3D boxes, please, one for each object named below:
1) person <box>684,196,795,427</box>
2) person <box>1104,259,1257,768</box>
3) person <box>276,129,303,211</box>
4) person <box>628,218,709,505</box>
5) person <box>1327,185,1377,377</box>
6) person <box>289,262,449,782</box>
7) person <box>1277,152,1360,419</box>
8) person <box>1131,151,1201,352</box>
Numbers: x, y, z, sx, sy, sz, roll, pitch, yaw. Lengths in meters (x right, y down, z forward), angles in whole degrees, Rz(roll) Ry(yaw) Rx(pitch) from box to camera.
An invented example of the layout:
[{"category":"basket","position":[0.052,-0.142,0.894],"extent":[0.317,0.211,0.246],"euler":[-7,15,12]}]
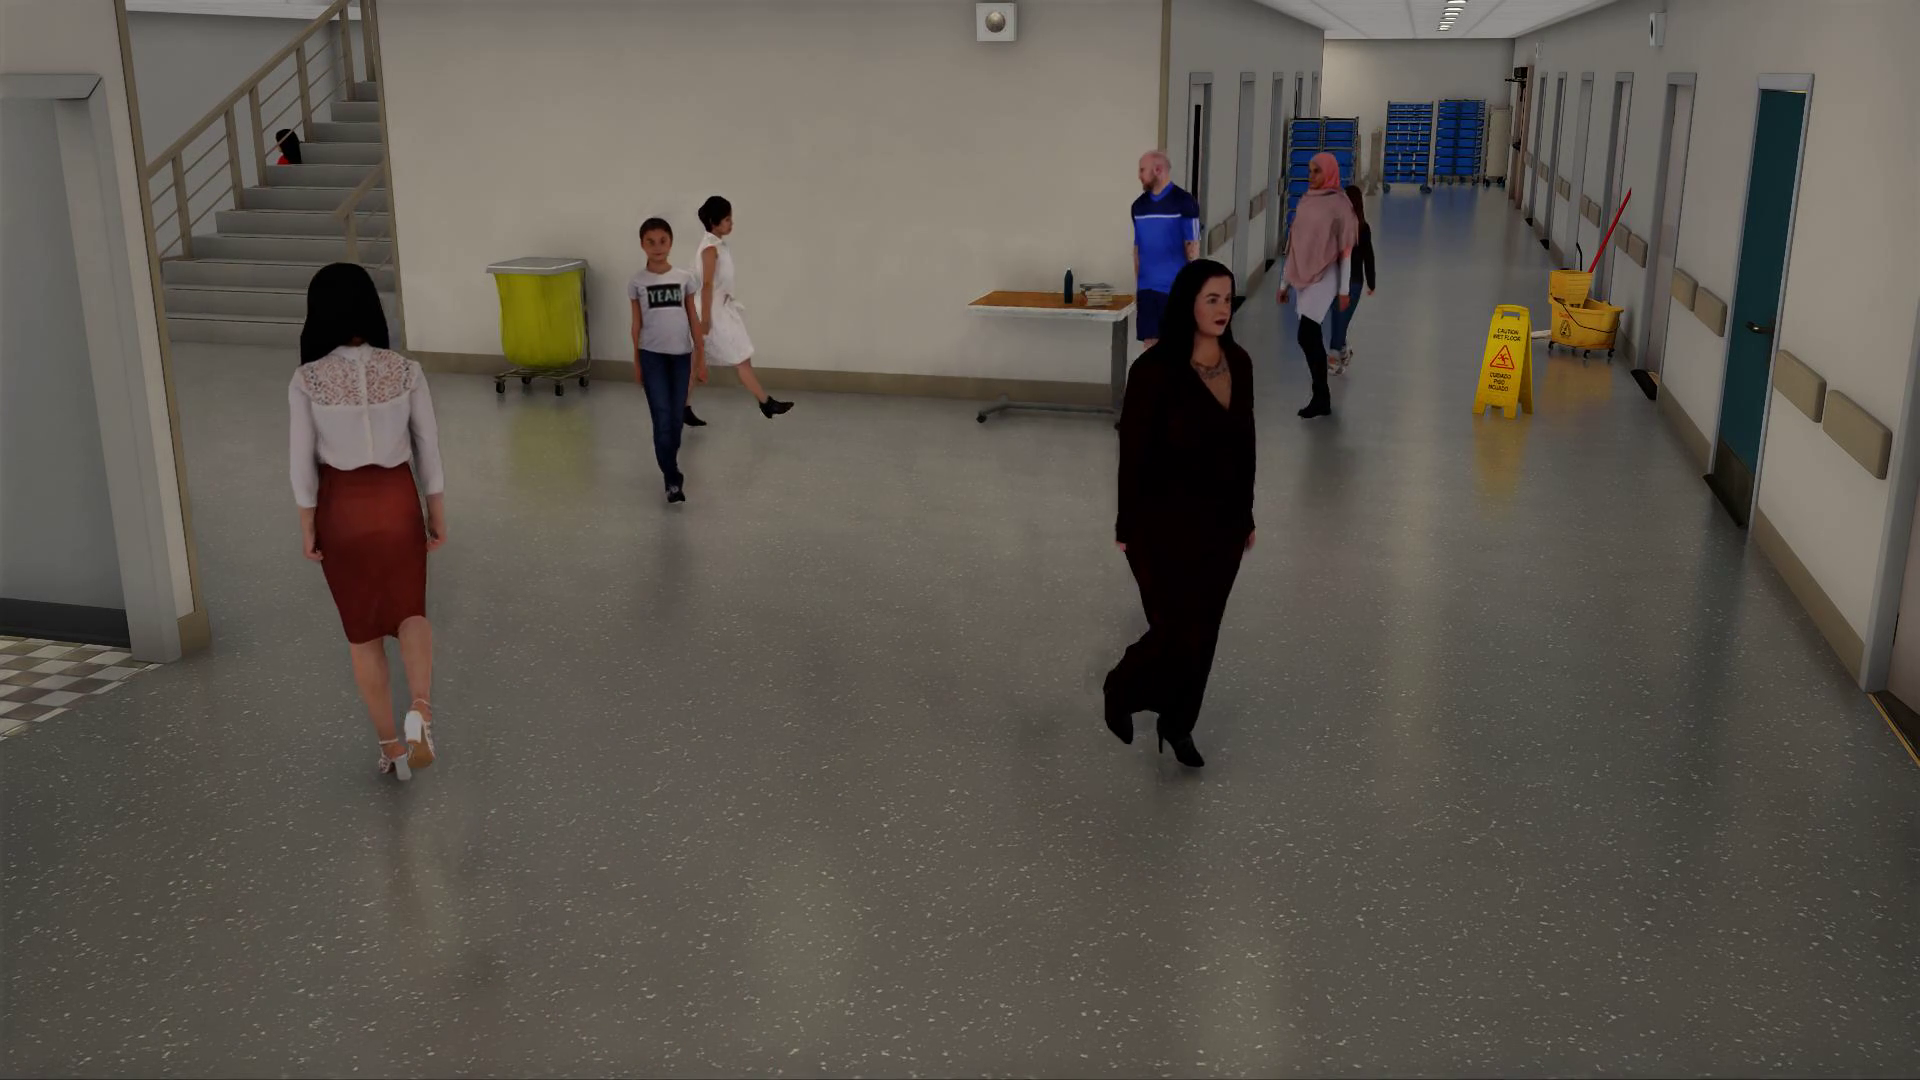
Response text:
[{"category":"person","position":[-1.701,-1.448,10.886],"extent":[0.933,1.509,1.032],"euler":[-4,16,-12]},{"category":"person","position":[0.679,-0.065,5.554],"extent":[0.822,1.741,0.889],"euler":[-13,20,-38]},{"category":"person","position":[-6.913,-3.388,17.329],"extent":[0.691,1.747,0.570],"euler":[2,16,8]},{"category":"person","position":[-1.652,-1.007,9.303],"extent":[0.967,1.520,1.157],"euler":[-5,17,-18]},{"category":"person","position":[2.950,-1.978,12.895],"extent":[0.792,1.439,1.029],"euler":[11,19,33]},{"category":"person","position":[-1.854,0.008,5.299],"extent":[0.875,1.738,0.934],"euler":[-9,18,-29]},{"category":"person","position":[2.497,-1.721,11.335],"extent":[0.830,1.791,0.769],"euler":[-9,18,-28]},{"category":"person","position":[1.422,-1.664,11.113],"extent":[0.983,1.803,1.155],"euler":[12,20,36]}]
